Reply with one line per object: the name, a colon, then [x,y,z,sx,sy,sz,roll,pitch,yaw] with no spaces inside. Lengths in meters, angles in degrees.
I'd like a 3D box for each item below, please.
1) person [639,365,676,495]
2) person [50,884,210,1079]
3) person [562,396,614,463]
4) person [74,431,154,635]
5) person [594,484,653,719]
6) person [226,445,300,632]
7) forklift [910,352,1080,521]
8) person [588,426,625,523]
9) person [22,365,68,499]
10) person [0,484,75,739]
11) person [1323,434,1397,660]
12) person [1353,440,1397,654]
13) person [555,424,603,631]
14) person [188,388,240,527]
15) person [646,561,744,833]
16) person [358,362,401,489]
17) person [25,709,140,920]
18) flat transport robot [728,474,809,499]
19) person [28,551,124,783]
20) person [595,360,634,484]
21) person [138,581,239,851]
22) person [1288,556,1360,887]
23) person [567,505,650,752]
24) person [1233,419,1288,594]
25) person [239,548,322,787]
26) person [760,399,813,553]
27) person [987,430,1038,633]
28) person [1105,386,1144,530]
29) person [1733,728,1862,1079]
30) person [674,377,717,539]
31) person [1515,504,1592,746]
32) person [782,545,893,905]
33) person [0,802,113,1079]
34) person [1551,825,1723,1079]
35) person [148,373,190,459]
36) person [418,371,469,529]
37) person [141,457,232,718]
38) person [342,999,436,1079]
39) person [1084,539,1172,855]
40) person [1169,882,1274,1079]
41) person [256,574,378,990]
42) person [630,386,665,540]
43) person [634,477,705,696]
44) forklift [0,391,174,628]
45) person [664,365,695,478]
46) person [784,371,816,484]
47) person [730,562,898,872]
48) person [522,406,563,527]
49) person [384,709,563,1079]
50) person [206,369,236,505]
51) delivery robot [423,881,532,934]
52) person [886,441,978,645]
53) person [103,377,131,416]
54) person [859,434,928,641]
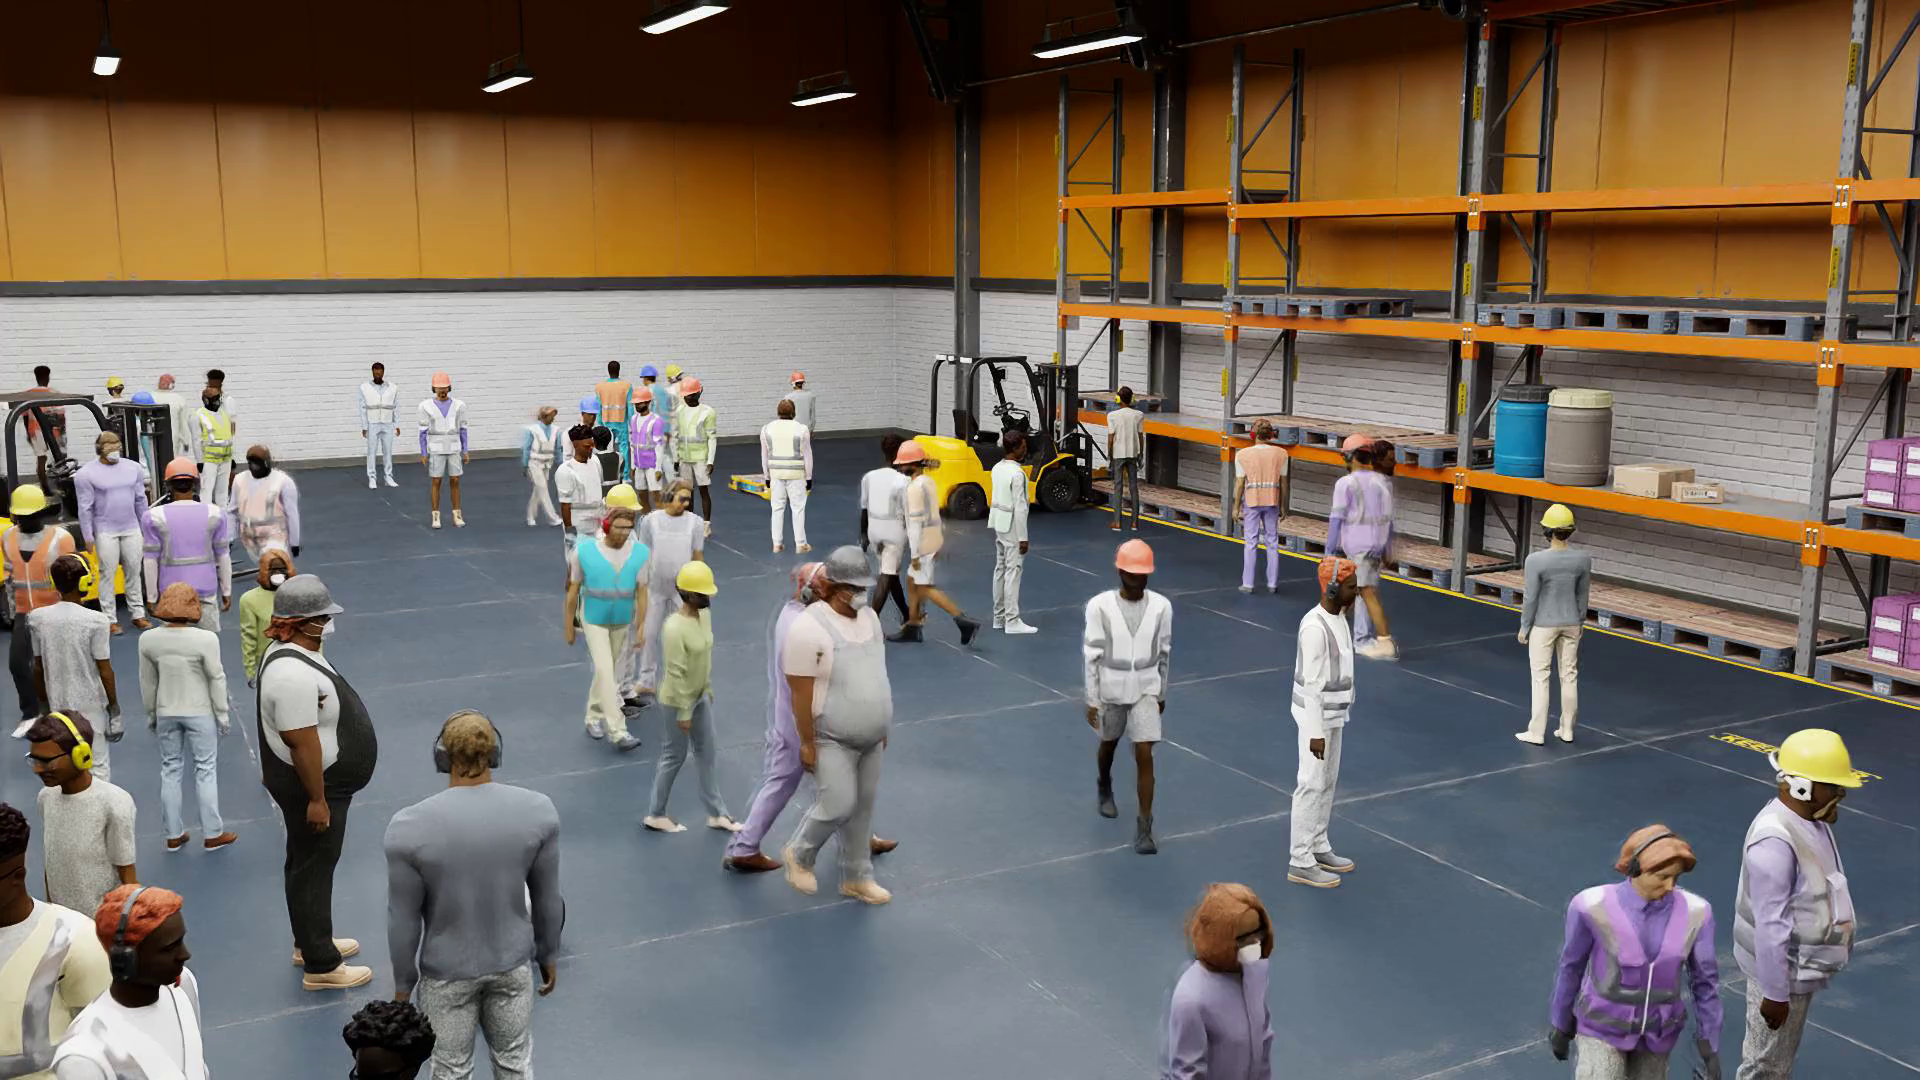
person: [-4.458,-1.627,24.673,0.703,1.907,0.625,3,10,14]
person: [-2.251,1.859,4.634,0.351,1.880,0.576,1,10,3]
person: [-4.242,-0.677,19.067,0.609,1.943,0.409,-5,11,-27]
person: [-7.928,-0.071,15.611,0.380,1.929,0.636,7,12,37]
person: [-2.604,0.468,12.812,0.403,1.819,0.601,1,10,6]
person: [-6.546,0.004,15.571,0.643,1.787,0.975,3,10,15]
forklift: [0.460,-1.461,22.833,2.313,2.155,1.214,-5,11,-28]
person: [-3.890,-0.412,18.253,0.321,1.689,0.530,8,13,39]
person: [-13.275,-1.578,24.212,0.626,1.939,0.644,-1,10,-8]
person: [-6.771,0.530,12.209,0.584,1.899,0.584,0,10,2]
person: [3.509,0.060,14.743,0.650,1.986,0.985,-9,13,-42]
person: [3.684,0.060,14.871,0.397,1.919,0.590,2,10,13]
person: [-3.576,-0.128,15.816,0.367,1.966,0.606,4,11,20]
person: [-9.586,-1.039,21.418,0.430,1.845,0.619,4,11,21]
person: [-1.657,0.971,10.193,0.528,1.762,0.568,3,10,17]
person: [-8.824,-1.748,25.300,0.590,1.913,0.399,-7,12,-35]
person: [-3.370,1.558,6.443,0.525,1.857,0.347,5,11,25]
flat transport robot: [-2.850,-0.814,24.640,0.652,0.197,1.431,-6,11,-31]
person: [-5.120,0.994,9.669,0.514,1.861,0.322,1,10,8]
person: [-5.310,-1.803,25.626,0.587,1.911,0.397,1,10,5]
person: [-4.623,1.057,9.950,0.507,1.631,0.266,0,10,3]
person: [2.073,1.019,9.468,0.349,1.880,0.579,5,11,28]
person: [-2.506,0.626,12.016,0.573,1.771,0.949,-7,12,-36]
person: [3.143,-0.344,17.396,0.563,1.847,0.389,-1,10,-4]
person: [-4.551,0.850,11.179,0.500,1.624,0.306,-5,11,-26]
person: [-2.041,-0.758,19.795,0.625,1.846,0.429,2,10,12]
person: [0.475,-0.080,15.676,0.392,1.920,0.589,-4,11,-22]
person: [2.125,-1.050,21.426,0.509,1.864,0.328,-2,10,-11]
person: [3.136,1.598,6.272,0.403,1.830,0.587,7,12,35]
person: [-3.327,-1.018,20.746,0.605,2.033,0.392,5,11,26]
person: [4.307,0.618,12.086,0.526,1.772,0.307,-2,10,-13]
person: [-0.617,1.008,9.060,0.557,2.000,0.688,8,12,37]
person: [-2.861,1.741,5.073,0.603,1.958,0.380,1,10,8]
person: [2.381,1.786,5.815,0.517,1.609,0.715,0,10,0]
person: [-11.235,-1.413,23.487,0.710,1.869,0.426,-3,10,-16]
person: [-6.671,-1.162,21.545,0.615,2.041,0.376,-5,11,-28]
person: [-5.907,0.376,12.741,0.613,2.030,0.410,-7,12,-34]
person: [-1.445,1.999,4.344,0.537,1.696,0.317,0,10,0]
person: [1.010,0.887,10.210,0.551,1.899,0.953,-1,10,-4]
person: [0.804,1.863,5.356,0.544,1.627,0.543,7,12,36]
person: [-3.140,1.162,8.174,0.538,2.000,0.685,-5,11,-26]
person: [-3.894,-0.939,20.598,0.544,1.930,0.389,7,12,36]
person: [-2.368,0.399,13.271,0.682,1.814,0.323,-1,10,-7]
forklift: [-9.026,-0.363,16.508,1.214,2.155,2.313,6,11,29]
person: [-4.433,-1.872,26.341,0.464,1.811,0.610,9,13,41]
person: [-2.476,-1.713,25.551,0.559,1.752,0.325,-7,12,-36]
person: [-0.889,1.024,9.582,0.976,1.841,0.660,-1,10,-5]
person: [-5.399,-0.949,21.603,0.841,1.585,0.532,8,12,37]
person: [-1.776,1.574,6.145,0.636,1.928,0.387,-6,11,-29]
person: [-10.376,-1.412,23.300,0.688,1.949,0.367,7,12,35]
delivery robot: [-2.397,1.817,8.407,0.477,0.478,0.707,3,10,16]
person: [-0.250,0.043,15.061,0.838,1.898,0.579,3,10,15]
person: [-12.276,-1.501,24.297,0.312,1.768,0.522,3,10,19]
person: [-0.618,-0.034,15.442,0.634,1.907,1.027,8,13,40]
